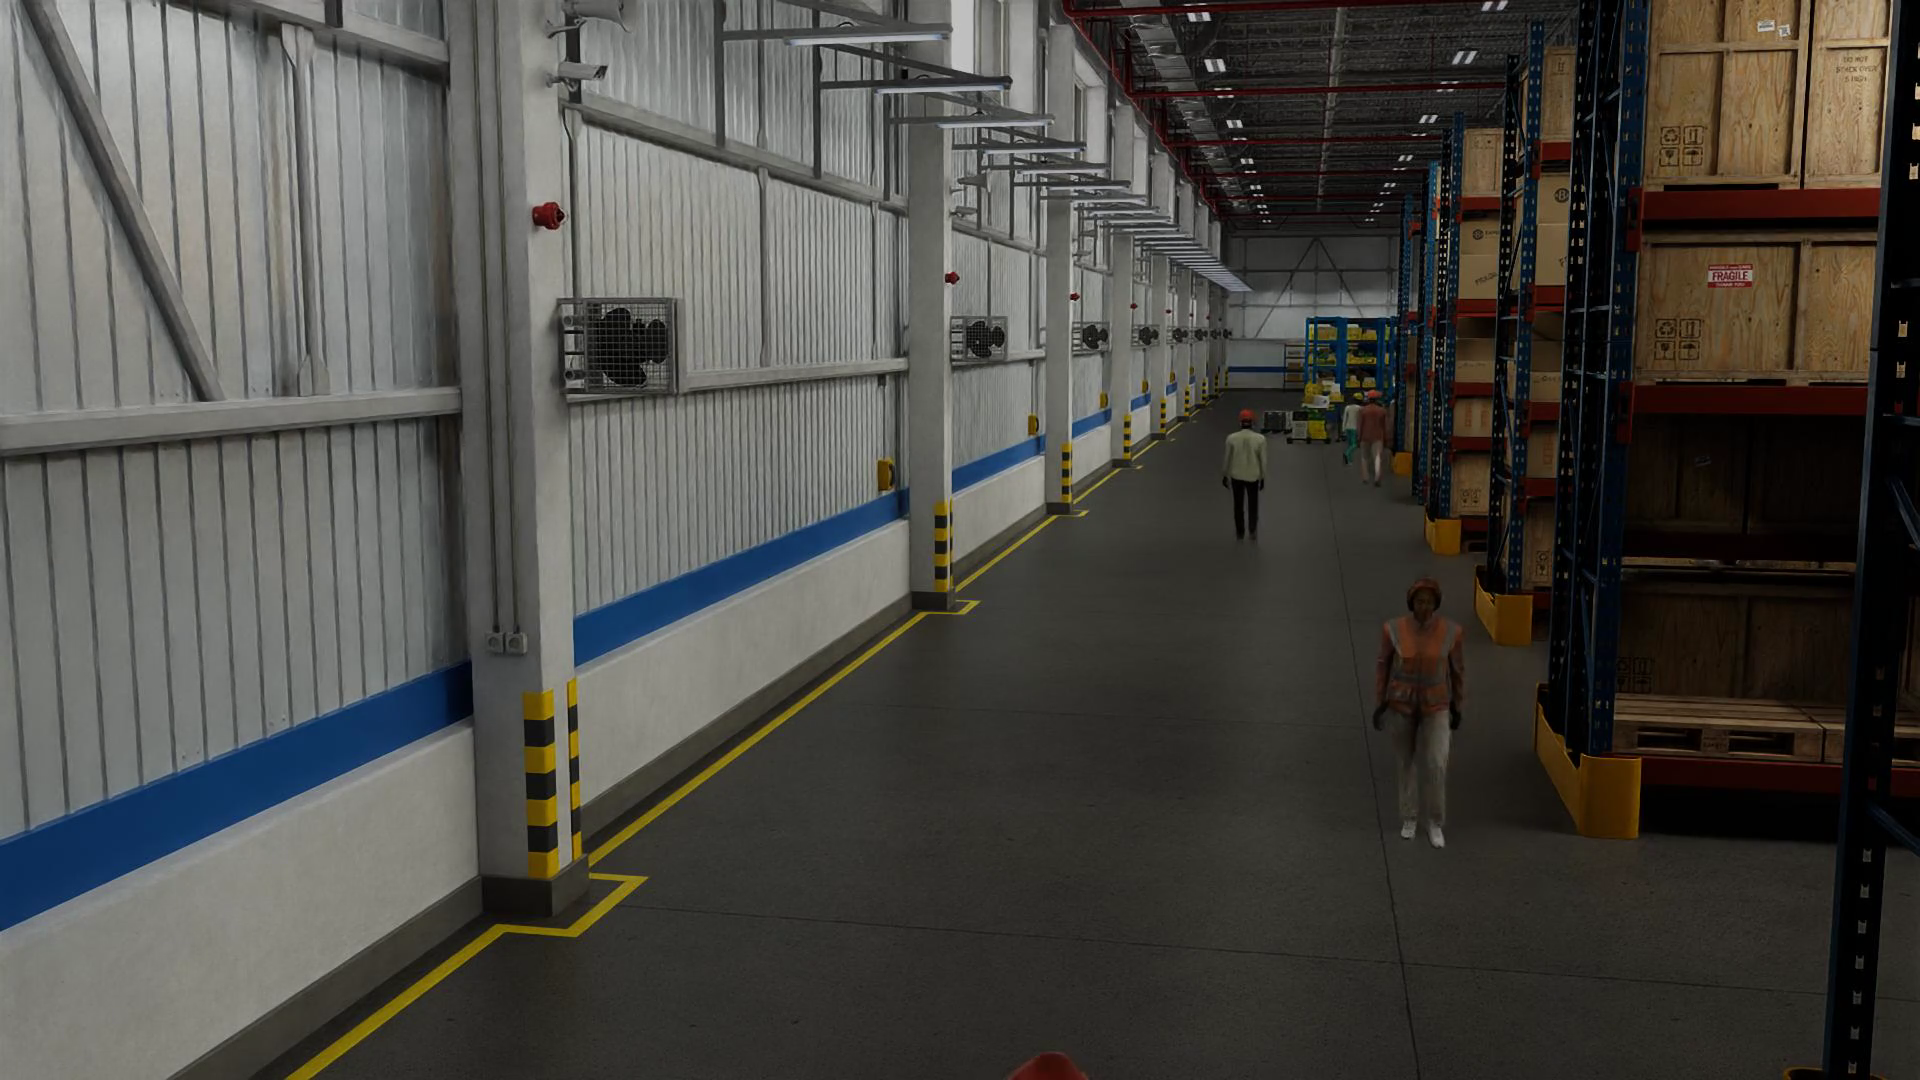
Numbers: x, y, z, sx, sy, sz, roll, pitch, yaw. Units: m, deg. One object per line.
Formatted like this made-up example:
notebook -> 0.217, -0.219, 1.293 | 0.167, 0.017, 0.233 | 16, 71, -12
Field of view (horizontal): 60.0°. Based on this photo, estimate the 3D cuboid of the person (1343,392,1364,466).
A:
person -> 9.034, -2.551, 38.353 | 0.549, 1.727, 0.581 | -6, 9, -39

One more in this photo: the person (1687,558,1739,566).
person -> 7.031, 0.277, 15.371 | 0.711, 1.820, 0.626 | 1, 7, 9

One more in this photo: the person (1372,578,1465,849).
person -> 2.761, 1.040, 10.038 | 0.532, 1.619, 0.553 | 2, 7, 18

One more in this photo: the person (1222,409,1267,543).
person -> 4.198, -0.951, 24.617 | 0.629, 1.965, 0.797 | 1, 7, 5

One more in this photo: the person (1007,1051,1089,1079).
person -> 0.123, 1.847, 3.264 | 0.562, 1.711, 0.914 | 3, 8, 19

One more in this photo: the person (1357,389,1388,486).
person -> 8.321, -2.056, 33.514 | 0.631, 1.968, 0.857 | 1, 7, 4
